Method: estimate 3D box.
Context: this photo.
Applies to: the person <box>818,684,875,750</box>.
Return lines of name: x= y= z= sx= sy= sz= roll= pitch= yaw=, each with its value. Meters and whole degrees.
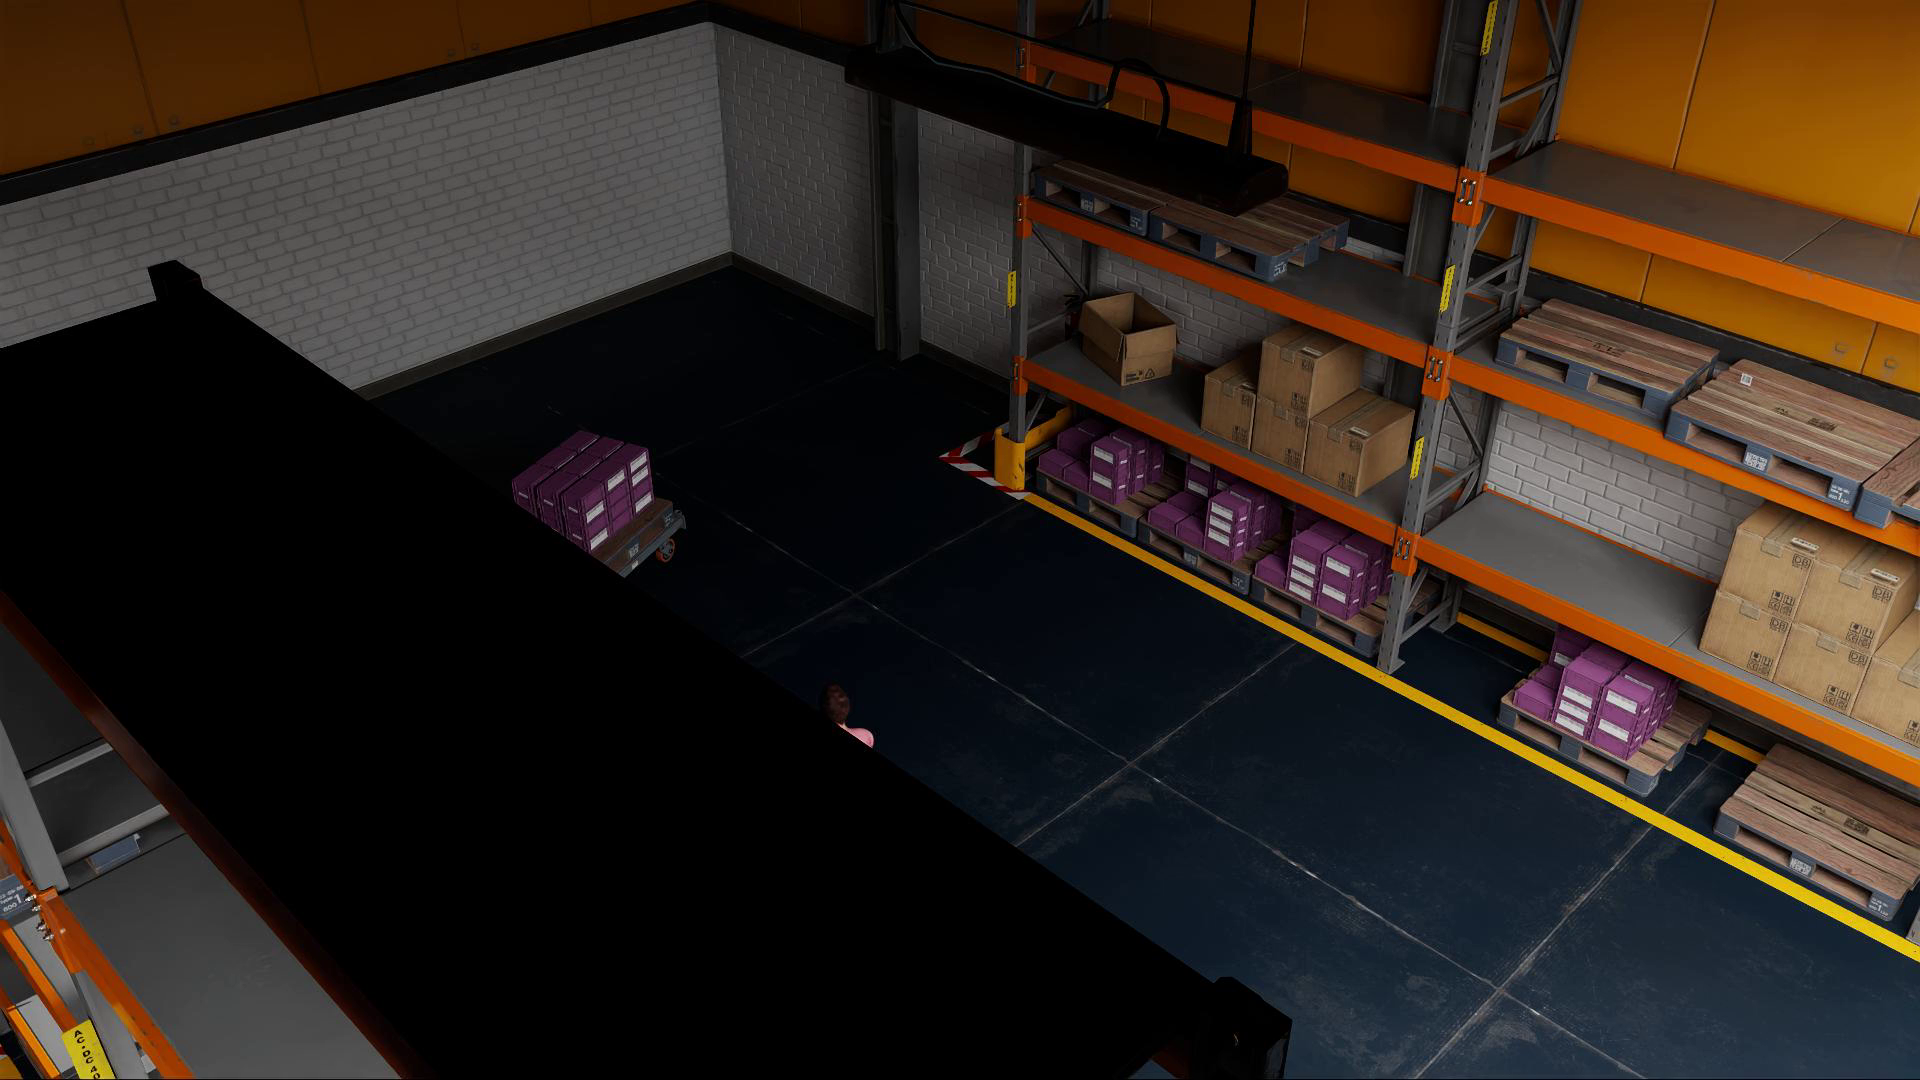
person: x=-0.728 y=1.698 z=10.271 sx=0.687 sy=1.963 sz=0.662 roll=-15 pitch=36 yaw=-21
